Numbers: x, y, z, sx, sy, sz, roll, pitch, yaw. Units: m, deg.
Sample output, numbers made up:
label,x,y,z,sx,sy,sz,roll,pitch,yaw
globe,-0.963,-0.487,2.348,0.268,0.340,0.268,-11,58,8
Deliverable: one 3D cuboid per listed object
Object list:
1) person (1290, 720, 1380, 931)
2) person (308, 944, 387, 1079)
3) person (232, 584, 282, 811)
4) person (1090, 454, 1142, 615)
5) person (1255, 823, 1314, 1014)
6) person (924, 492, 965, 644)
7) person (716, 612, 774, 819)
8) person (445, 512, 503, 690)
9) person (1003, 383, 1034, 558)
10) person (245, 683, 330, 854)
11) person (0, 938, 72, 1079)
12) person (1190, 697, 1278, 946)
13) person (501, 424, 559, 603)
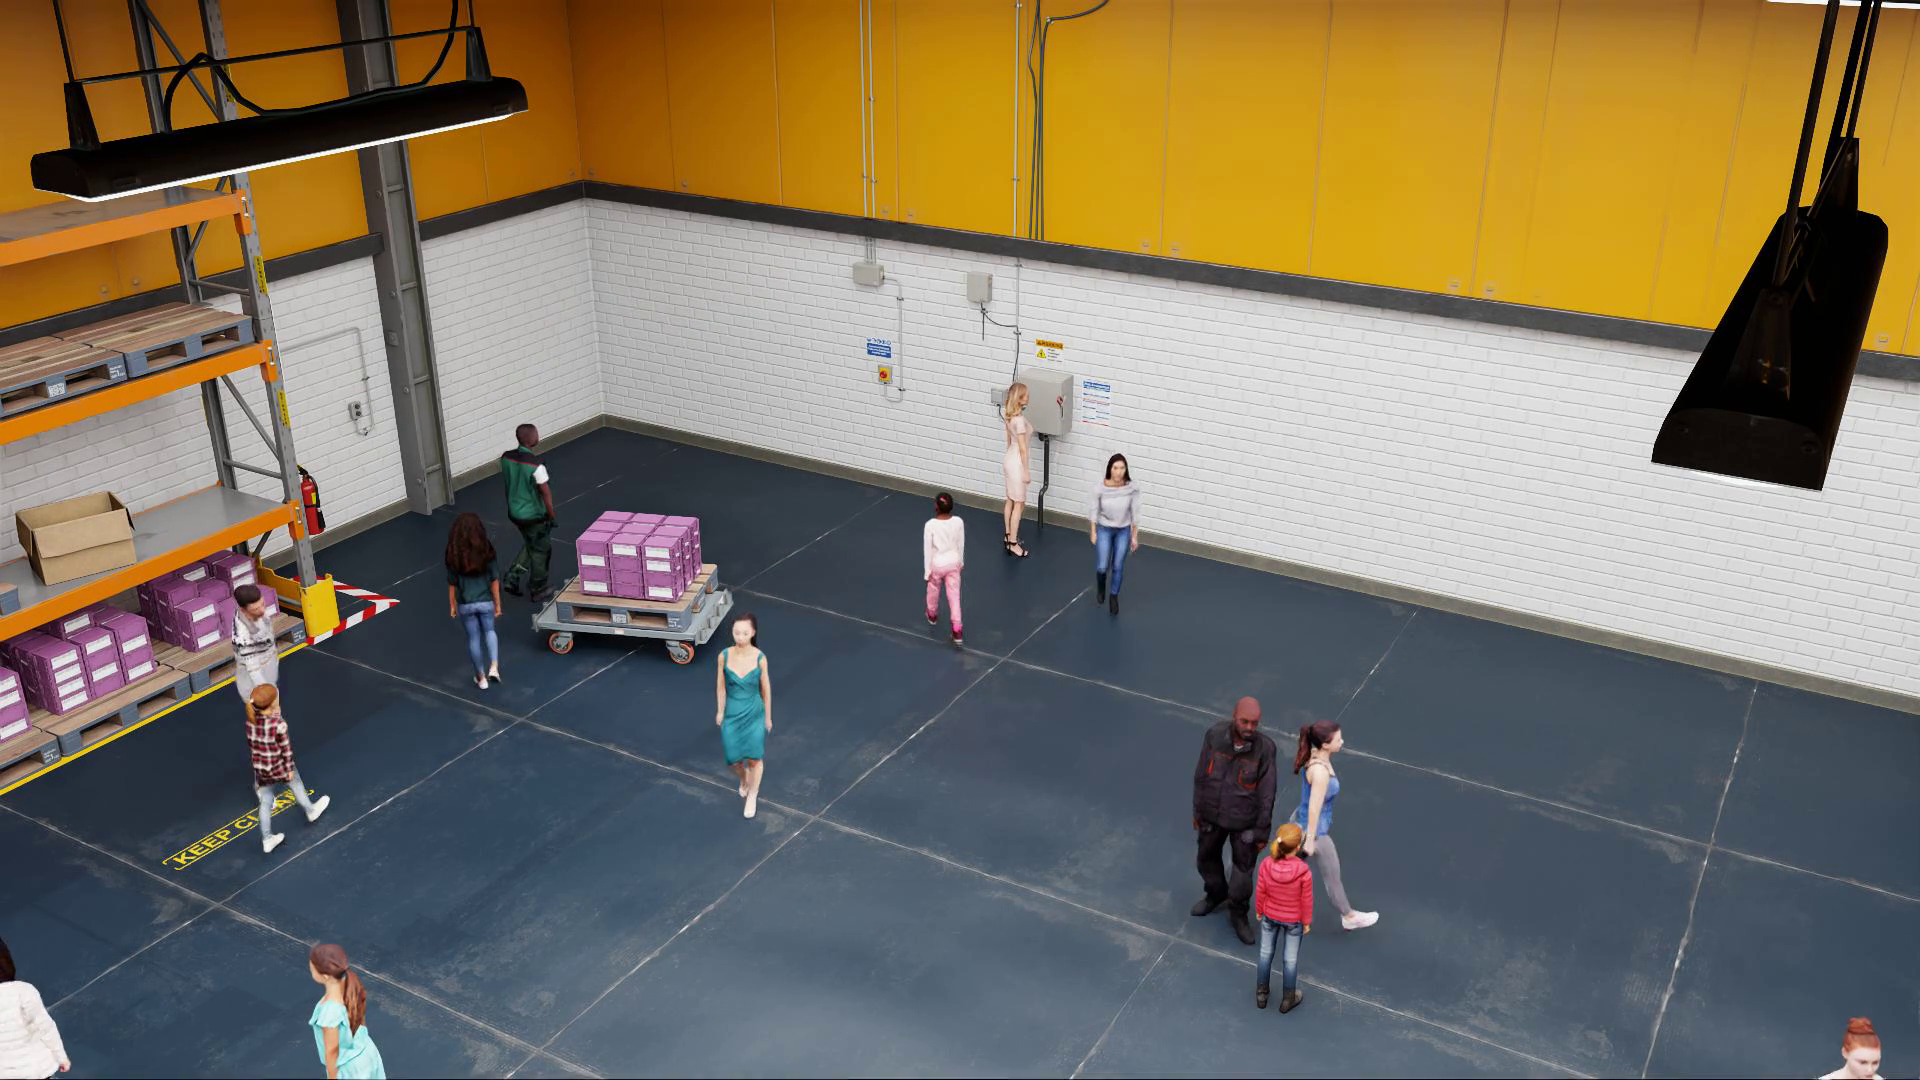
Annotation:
label,x,y,z,sx,sy,sz,roll,pitch,yaw
person,2.276,1.923,11.112,0.941,1.577,1.026,2,24,4
person,-3.305,2.841,9.036,0.673,1.557,0.560,3,24,7
person,-5.375,1.098,12.698,0.938,1.817,0.935,-16,28,-31
person,1.446,-0.090,15.664,0.739,1.619,0.780,0,24,-1
person,2.019,2.368,10.422,0.521,1.313,0.504,11,26,24
person,-0.113,0.259,15.127,0.982,1.410,1.044,-6,24,-14
person,-1.597,1.292,12.438,0.705,1.672,0.755,1,24,3
person,-4.116,0.565,14.182,0.775,1.606,0.829,-11,26,-23
person,0.553,-0.727,16.859,0.698,1.829,0.634,-7,25,-17
person,-5.024,1.669,12.071,0.670,1.274,0.918,6,24,14
person,-5.076,2.853,8.930,0.880,1.621,1.032,0,24,1
person,1.815,1.804,11.073,0.738,1.827,0.745,12,26,26
person,-4.108,-0.204,15.676,0.710,1.818,0.808,14,27,29
